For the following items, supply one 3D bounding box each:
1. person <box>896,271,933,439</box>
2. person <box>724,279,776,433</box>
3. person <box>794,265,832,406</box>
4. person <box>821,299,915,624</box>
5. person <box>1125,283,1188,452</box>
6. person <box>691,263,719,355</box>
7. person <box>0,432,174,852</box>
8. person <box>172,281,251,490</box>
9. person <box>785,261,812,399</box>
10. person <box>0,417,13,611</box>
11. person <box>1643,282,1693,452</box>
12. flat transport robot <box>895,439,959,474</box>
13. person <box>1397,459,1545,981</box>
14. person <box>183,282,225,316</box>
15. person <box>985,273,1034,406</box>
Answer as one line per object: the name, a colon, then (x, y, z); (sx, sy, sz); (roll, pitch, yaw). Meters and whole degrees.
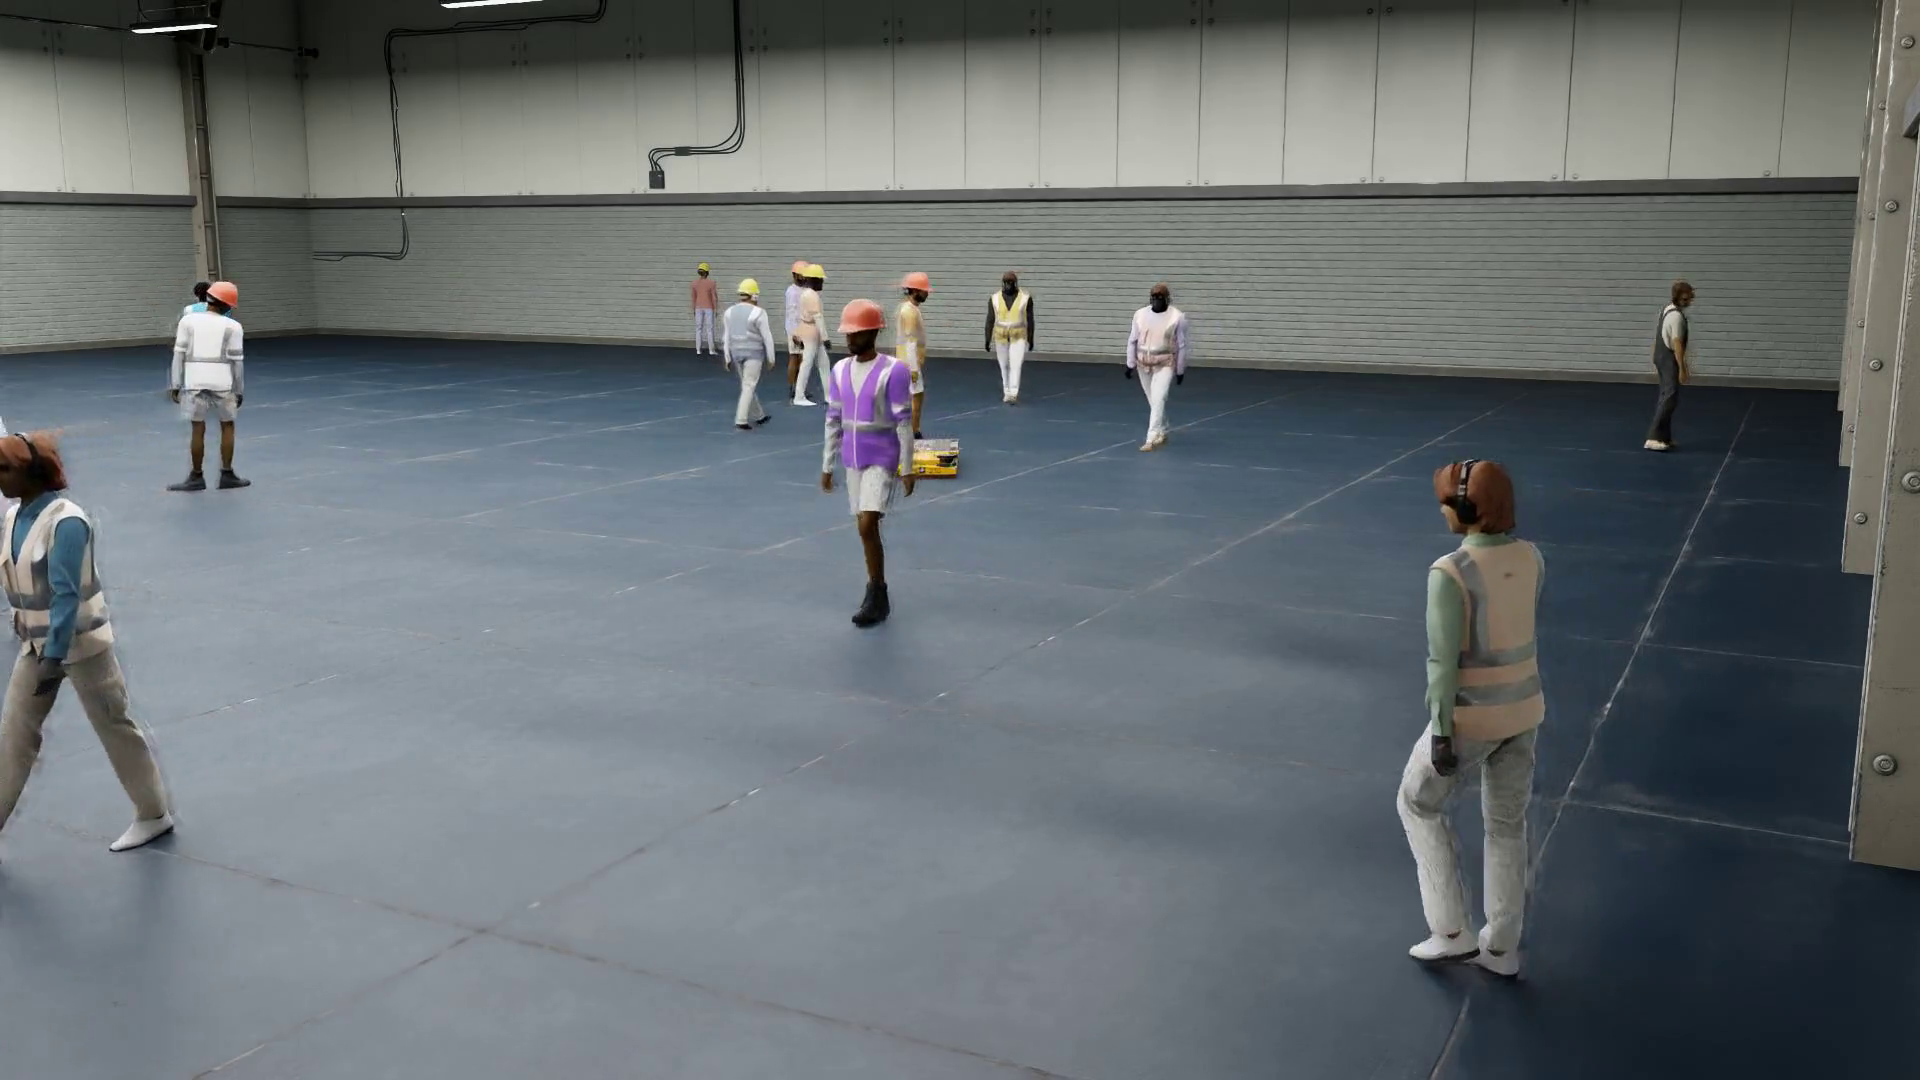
person: (-0.578, -1.908, 17.794); (0.597, 1.916, 0.562); (0, 10, -1)
person: (-2.451, -2.179, 19.642); (0.606, 1.781, 0.907); (7, 12, 32)
person: (-1.871, -2.745, 22.415); (0.858, 1.894, 0.598); (-1, 10, -8)
person: (-0.593, -0.451, 9.826); (0.580, 1.917, 0.607); (8, 13, 36)
person: (2.141, -1.875, 17.991); (0.614, 1.797, 0.986); (6, 12, 31)
person: (-4.896, -4.422, 31.910); (0.525, 1.769, 0.312); (2, 11, 11)
person: (-3.313, 0.415, 6.005); (0.532, 1.594, 0.861); (7, 12, 33)
person: (-6.854, -1.387, 15.073); (0.717, 1.890, 0.375); (-3, 11, -17)
person: (-2.259, -2.948, 23.429); (0.385, 1.927, 0.546); (2, 11, 8)
person: (-5.687, -0.340, 9.397); (0.955, 1.868, 0.641); (-4, 11, -21)
person: (7.544, -1.837, 17.711); (0.400, 1.810, 0.653); (2, 11, 8)
flat transport robot: (-0.347, -0.834, 16.424); (0.652, 0.197, 1.431); (0, 10, 1)
person: (1.586, 0.559, 5.133); (0.529, 1.622, 0.426); (-6, 12, -30)
person: (-9.838, -2.522, 21.748); (0.532, 1.692, 0.322); (-3, 11, -18)
person: (0.666, -2.743, 22.691); (0.657, 1.787, 0.988); (2, 11, 11)
